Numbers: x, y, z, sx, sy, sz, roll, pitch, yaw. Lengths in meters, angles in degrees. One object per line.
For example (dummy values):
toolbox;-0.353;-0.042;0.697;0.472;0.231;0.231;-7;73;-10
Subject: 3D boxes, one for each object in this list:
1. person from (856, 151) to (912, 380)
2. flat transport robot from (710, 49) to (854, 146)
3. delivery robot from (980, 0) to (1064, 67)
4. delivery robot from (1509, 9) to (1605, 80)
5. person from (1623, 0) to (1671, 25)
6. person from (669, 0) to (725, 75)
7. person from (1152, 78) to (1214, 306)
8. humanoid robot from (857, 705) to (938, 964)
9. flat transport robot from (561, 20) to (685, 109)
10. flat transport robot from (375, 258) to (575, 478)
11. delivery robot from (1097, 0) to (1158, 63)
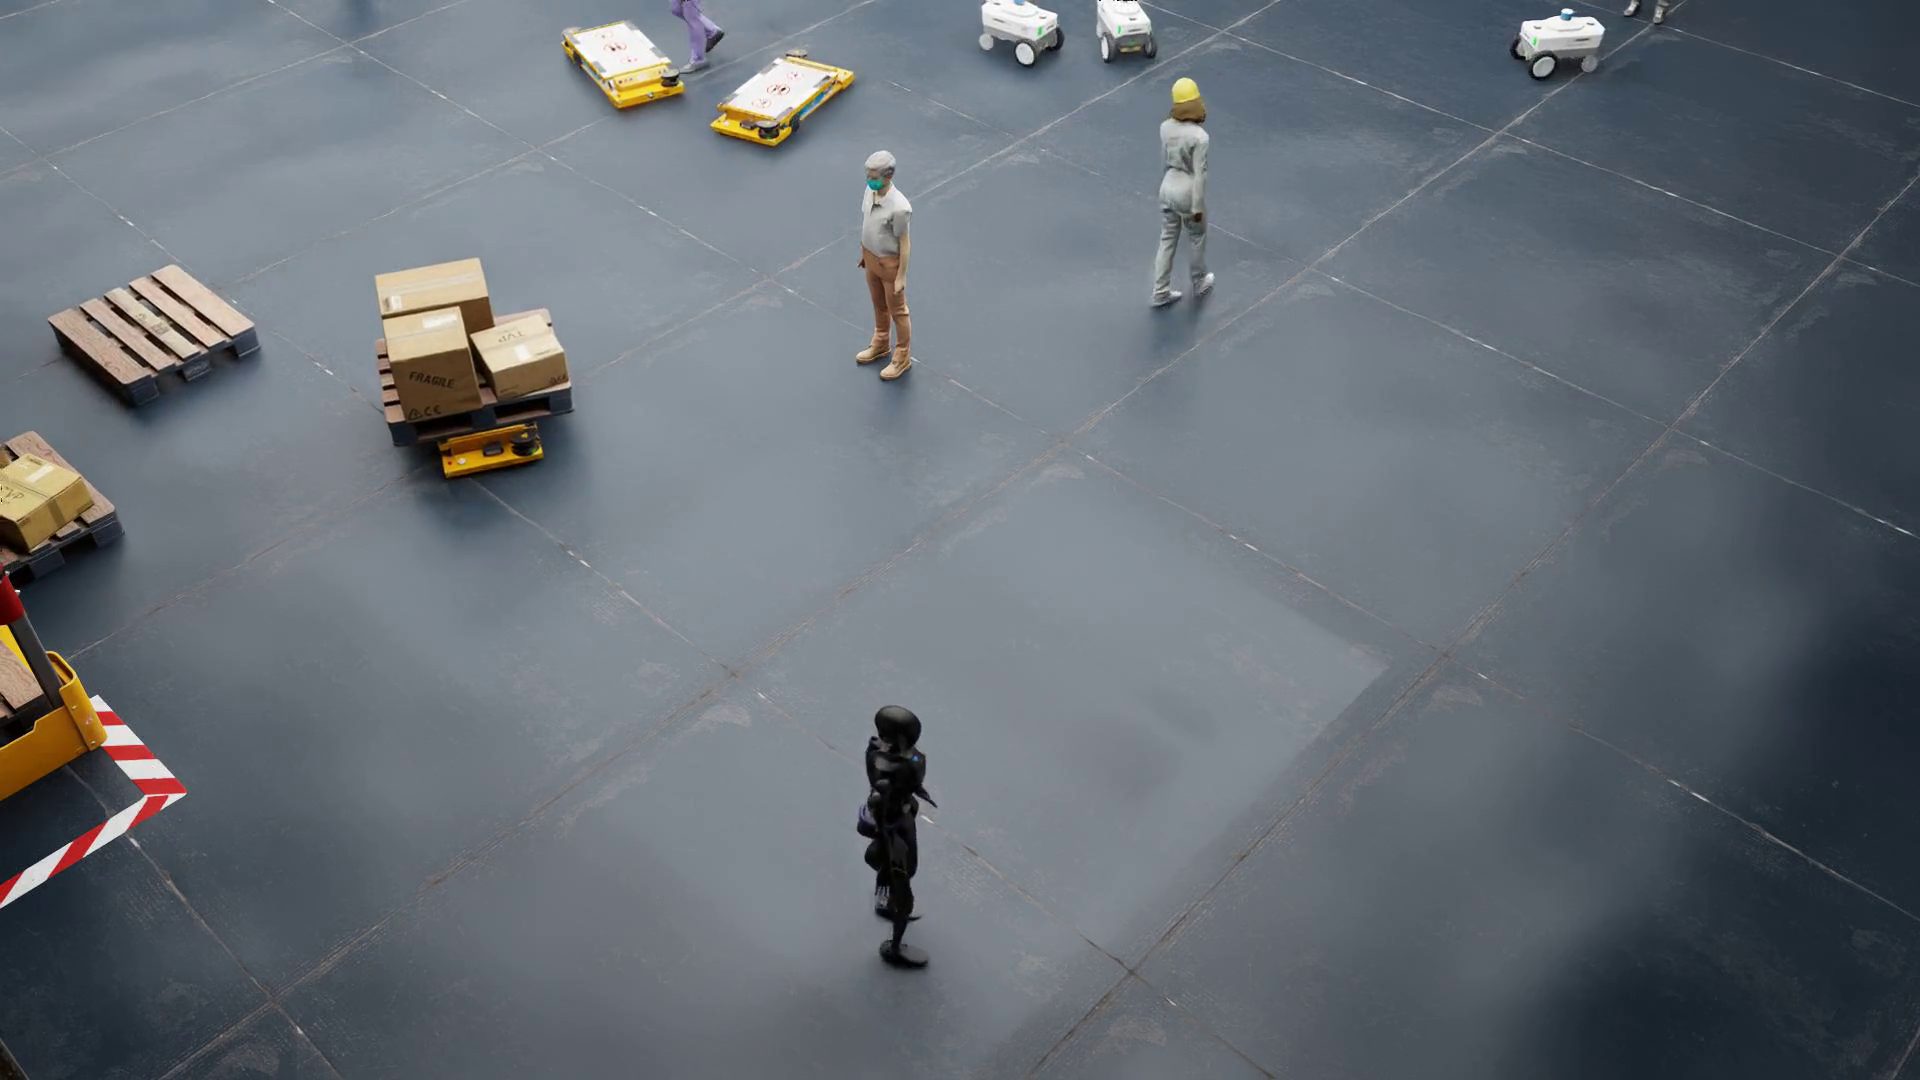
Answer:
person;-0.532;-1.924;11.560;0.320;1.746;0.470;-29;49;-28
flat transport robot;-1.588;-3.986;14.956;0.659;0.231;1.431;19;45;20
delivery robot;0.564;-4.855;15.699;0.774;0.581;0.499;26;48;26
delivery robot;5.578;-4.637;15.460;0.777;0.587;0.499;-6;42;-7
person;6.781;-5.889;15.906;0.564;1.832;0.410;21;46;22
person;-2.463;-5.154;15.097;0.459;1.822;0.553;-15;44;-16
person;1.674;-2.567;12.310;0.673;1.687;0.553;-33;51;-31
humanoid robot;-0.281;1.354;7.973;0.354;1.654;0.610;10;43;11
flat transport robot;-3.154;-4.451;15.473;0.659;0.231;1.431;-21;46;-22
flat transport robot;-3.353;-0.981;11.617;0.659;0.231;1.431;-13;44;-14
delivery robot;1.549;-4.900;15.750;0.499;0.584;0.783;-9;43;-10
